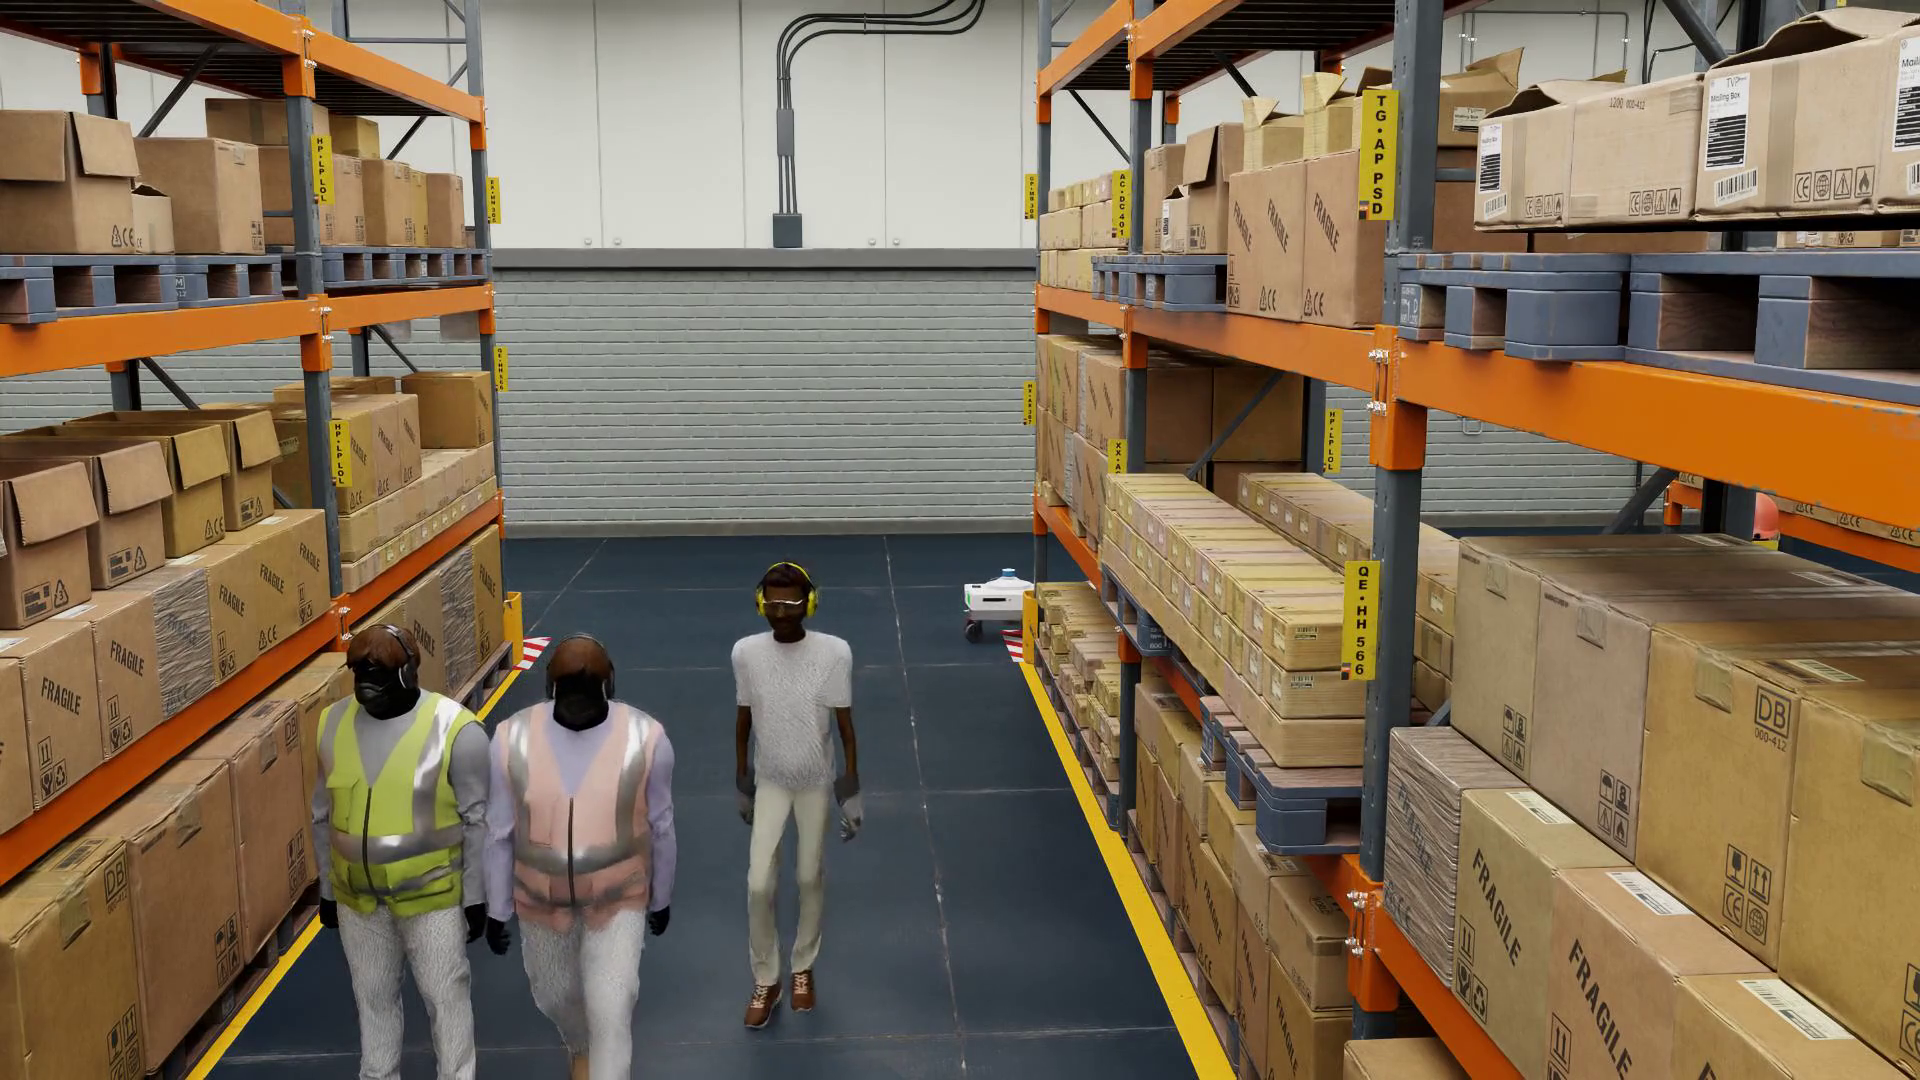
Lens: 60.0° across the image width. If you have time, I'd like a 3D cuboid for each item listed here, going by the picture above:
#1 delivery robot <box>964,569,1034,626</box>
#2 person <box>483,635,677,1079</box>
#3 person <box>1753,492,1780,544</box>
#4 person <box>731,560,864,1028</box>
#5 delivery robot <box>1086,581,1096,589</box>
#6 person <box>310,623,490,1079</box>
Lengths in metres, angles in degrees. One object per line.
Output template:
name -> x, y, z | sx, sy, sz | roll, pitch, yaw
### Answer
delivery robot -> 0.386, 0.472, 13.258 | 0.707, 0.478, 0.477 | 0, 10, -2
person -> -1.277, 1.186, 5.663 | 0.624, 1.815, 0.881 | 0, 10, -3
person -> 3.541, 0.760, 7.612 | 0.614, 1.990, 0.392 | 0, 10, 3
person -> -0.644, 1.008, 6.576 | 0.539, 1.849, 0.630 | 0, 10, 0
delivery robot -> 1.078, 0.494, 13.128 | 0.707, 0.478, 0.477 | -6, 11, -32
person -> -1.880, 1.179, 5.587 | 0.631, 1.842, 0.428 | 2, 10, 10
